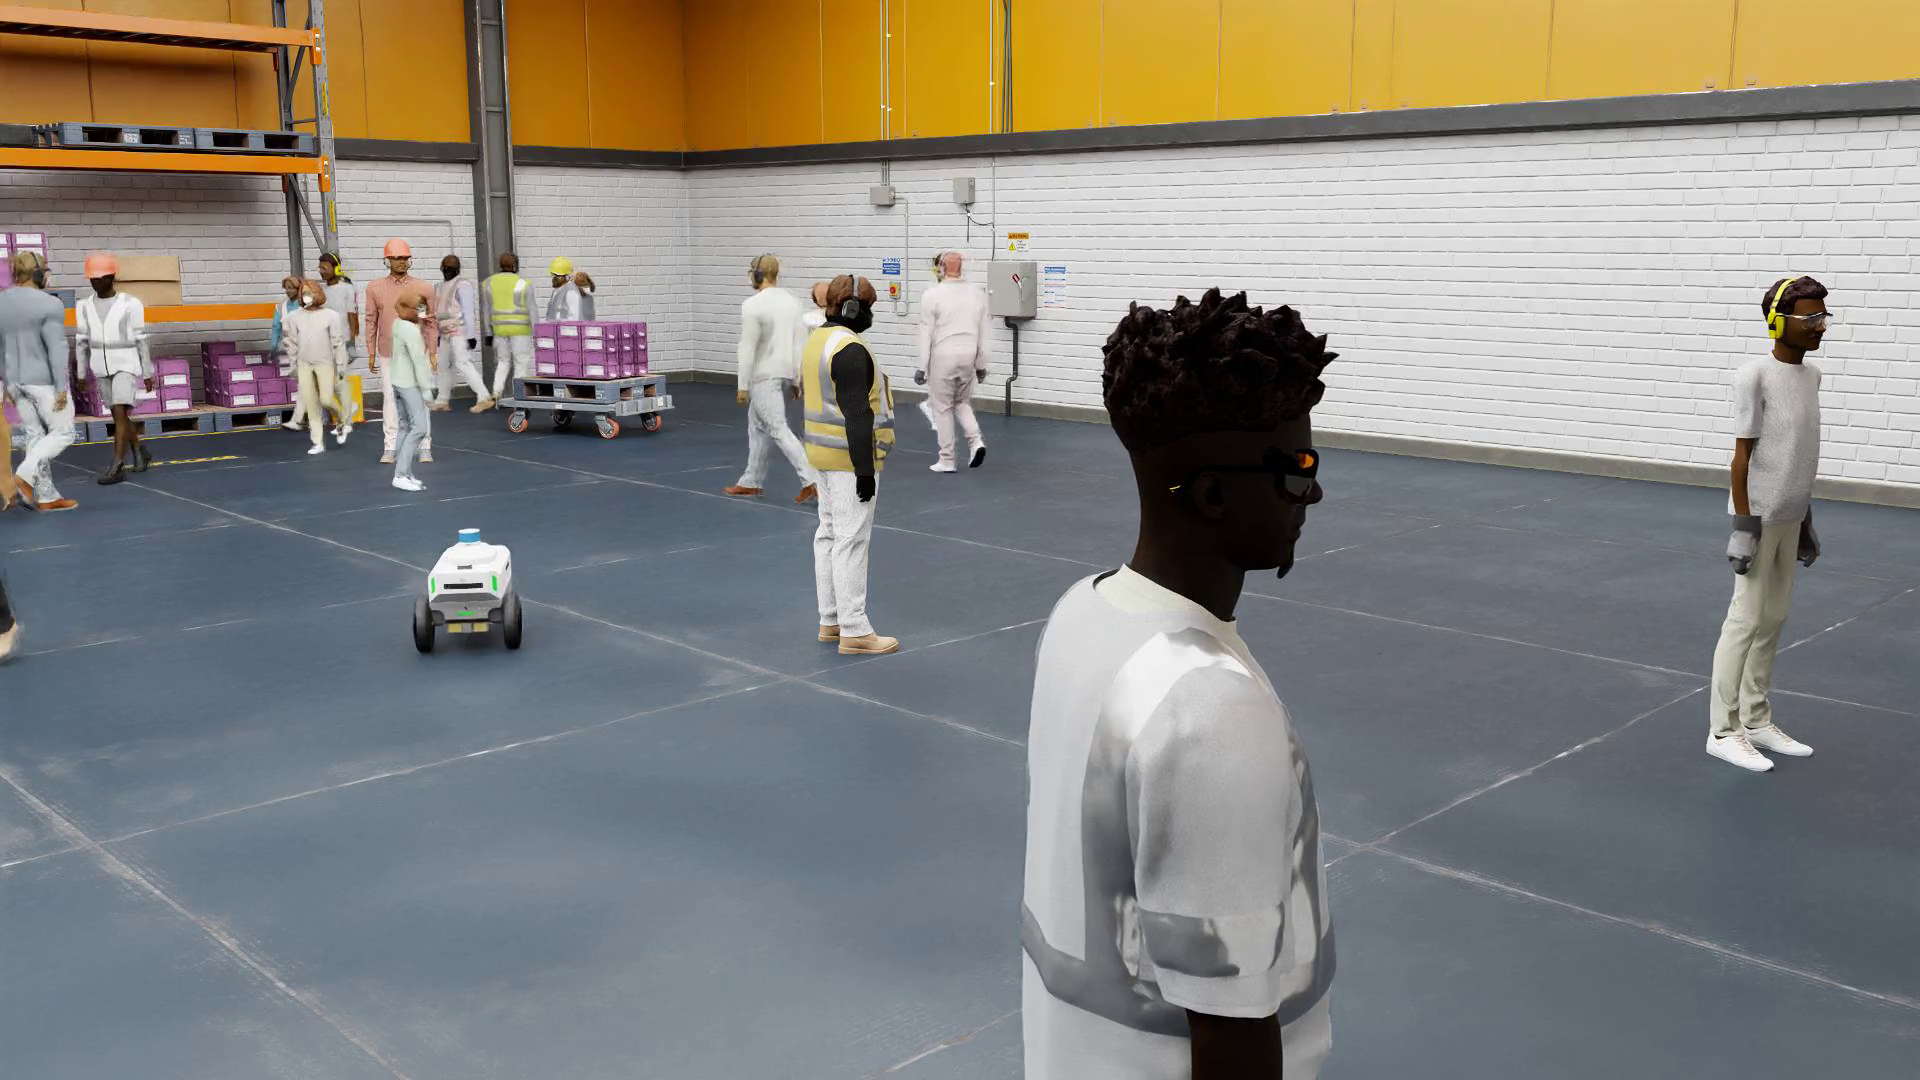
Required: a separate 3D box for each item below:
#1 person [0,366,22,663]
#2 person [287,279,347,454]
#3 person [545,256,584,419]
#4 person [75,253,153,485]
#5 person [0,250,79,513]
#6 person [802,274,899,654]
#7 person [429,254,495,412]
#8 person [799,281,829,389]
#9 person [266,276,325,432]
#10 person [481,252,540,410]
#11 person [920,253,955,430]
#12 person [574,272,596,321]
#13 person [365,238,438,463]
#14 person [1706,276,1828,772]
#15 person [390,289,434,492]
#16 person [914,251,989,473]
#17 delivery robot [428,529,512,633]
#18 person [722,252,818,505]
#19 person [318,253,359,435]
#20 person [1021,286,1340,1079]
[{"bbox_3d":[-4.672,-0.294,7.699,0.551,1.835,0.394,1,10,7],"label":"person"},{"bbox_3d":[-5.989,-1.619,15.520,0.505,1.620,0.434,1,10,4],"label":"person"},{"bbox_3d":[-4.338,-2.220,18.320,0.445,1.793,0.612,-5,11,-25],"label":"person"},{"bbox_3d":[-7.024,-1.441,13.857,0.554,1.892,0.992,0,10,1],"label":"person"},{"bbox_3d":[-6.690,-1.114,11.955,0.636,1.923,0.588,3,11,17],"label":"person"},{"bbox_3d":[-0.535,-0.369,8.114,0.429,1.839,0.623,-4,11,-22],"label":"person"},{"bbox_3d":[-5.782,-2.362,19.078,0.620,1.818,0.712,-8,13,-38],"label":"person"},{"bbox_3d":[-1.171,-1.474,14.713,0.528,1.618,0.621,-5,11,-23],"label":"person"},{"bbox_3d":[-6.835,-1.907,17.146,0.524,1.598,0.837,4,11,19],"label":"person"},{"bbox_3d":[-5.161,-2.394,19.179,0.640,1.830,0.429,2,11,12],"label":"person"},{"bbox_3d":[-0.233,-2.048,17.250,0.452,1.850,0.541,9,14,41],"label":"person"},{"bbox_3d":[-4.289,-2.271,19.143,0.355,1.602,0.554,3,11,14],"label":"person"},{"bbox_3d":[-4.969,-1.678,14.816,0.622,1.995,0.376,-2,11,-11],"label":"person"},{"bbox_3d":[3.122,-0.064,6.360,0.524,1.871,0.325,-8,13,-36],"label":"person"},{"bbox_3d":[-4.393,-1.189,13.233,0.382,1.607,0.567,-7,13,-34],"label":"person"},{"bbox_3d":[-0.072,-1.502,14.138,0.657,1.892,0.441,-7,13,-35],"label":"person"},{"bbox_3d":[-2.444,0.188,8.316,0.477,0.478,0.707,-2,10,-10],"label":"delivery robot"},{"bbox_3d":[-1.396,-1.214,12.564,0.981,1.903,0.643,5,12,26],"label":"person"},{"bbox_3d":[-6.342,-2.005,17.011,0.520,1.850,0.462,4,11,19],"label":"person"},{"bbox_3d":[0.261,0.687,1.998,0.361,1.964,0.613,-2,11,-11],"label":"person"}]
